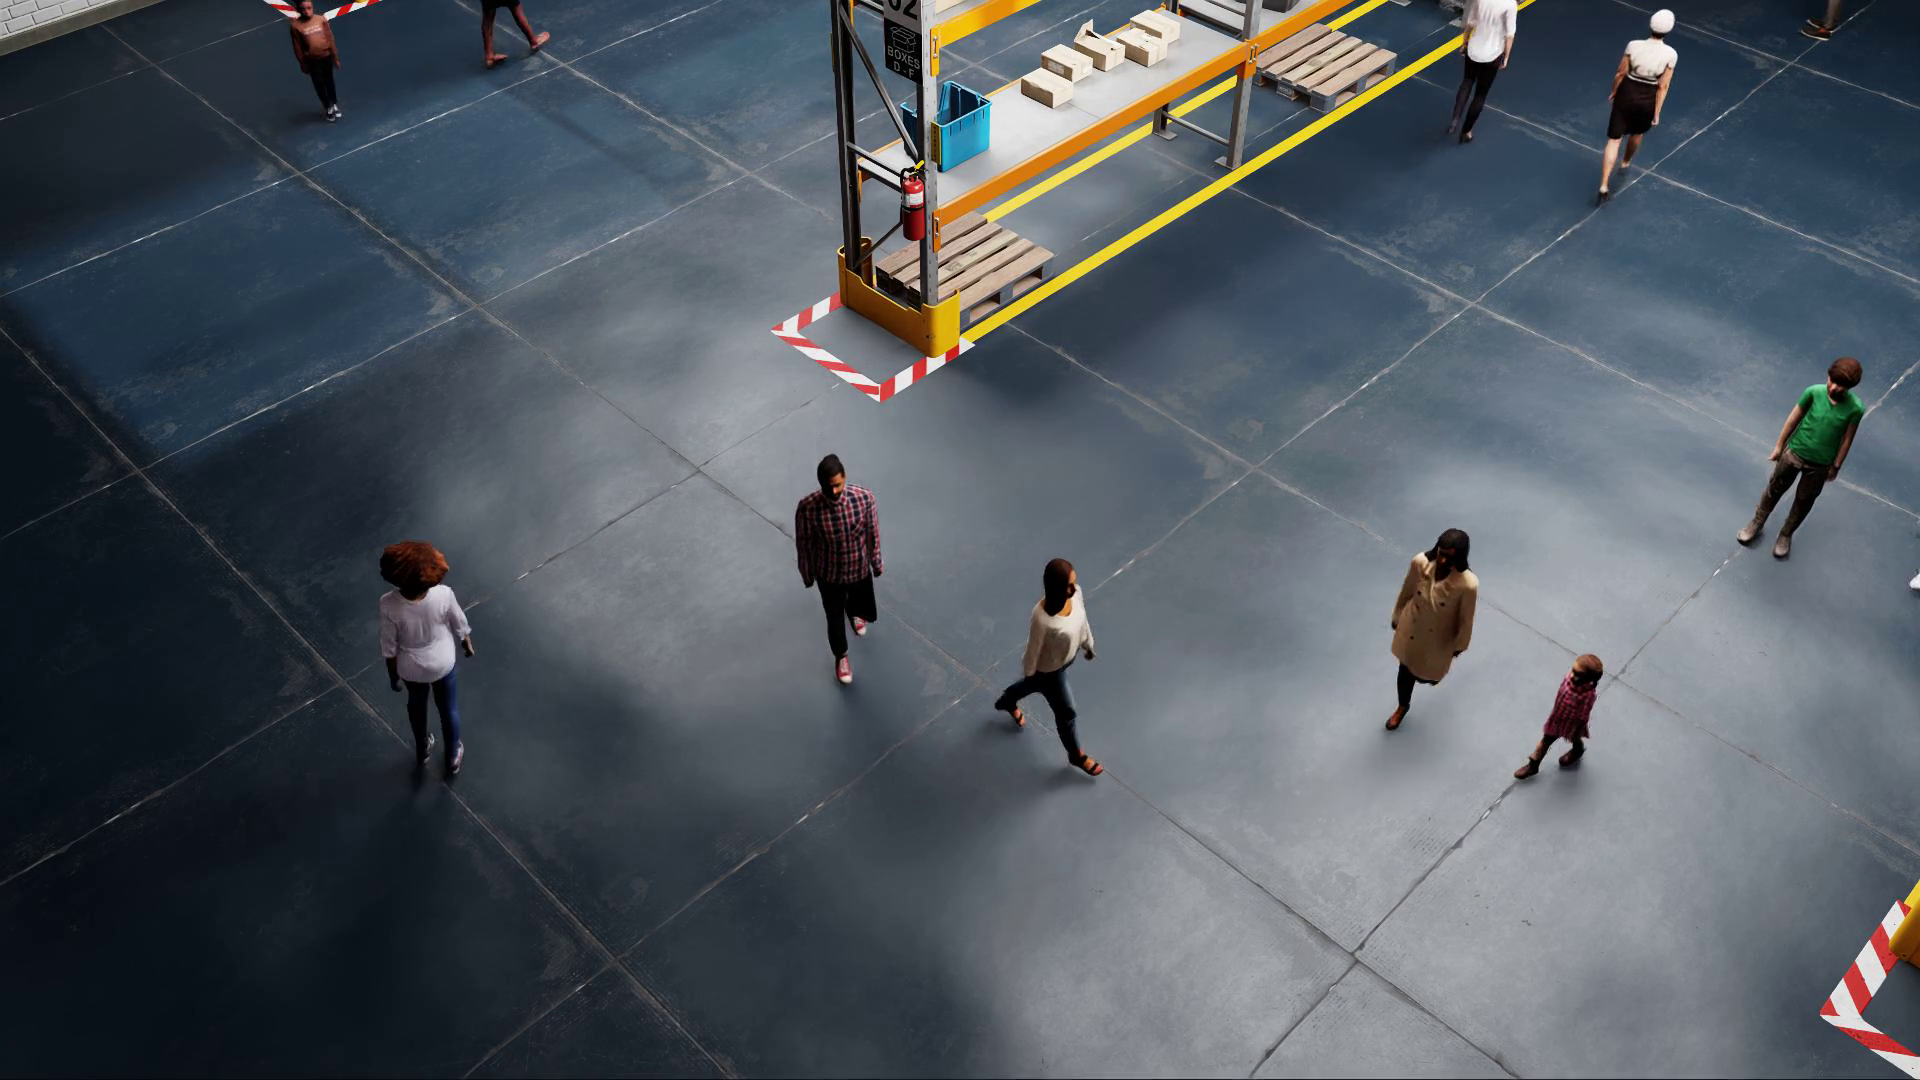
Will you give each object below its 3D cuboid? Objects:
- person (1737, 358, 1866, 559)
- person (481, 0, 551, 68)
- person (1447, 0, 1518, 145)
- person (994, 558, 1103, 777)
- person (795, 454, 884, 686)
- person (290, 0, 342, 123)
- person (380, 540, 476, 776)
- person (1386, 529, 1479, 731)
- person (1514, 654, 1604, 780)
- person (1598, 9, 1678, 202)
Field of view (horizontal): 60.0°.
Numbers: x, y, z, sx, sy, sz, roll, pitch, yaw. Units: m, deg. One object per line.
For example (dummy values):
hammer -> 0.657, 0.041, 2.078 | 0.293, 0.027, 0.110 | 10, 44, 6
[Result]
person -> 5.848, -0.594, 11.444 | 0.621, 1.651, 0.561 | 27, 50, 26
person -> -4.738, -5.554, 16.622 | 0.707, 1.691, 1.018 | 29, 51, 27
person -> 4.793, -4.437, 15.384 | 0.634, 1.781, 0.649 | 30, 51, 28
person -> 0.496, 0.691, 10.101 | 0.825, 1.643, 1.043 | 25, 49, 24
person -> -0.758, 0.122, 10.623 | 0.916, 1.748, 0.964 | -10, 45, -11
person -> -6.208, -4.691, 16.035 | 0.523, 1.250, 0.639 | -23, 48, -23
person -> -3.221, 0.768, 9.997 | 0.789, 1.675, 0.870 | -17, 46, -17
person -> 2.947, 0.516, 10.266 | 0.796, 1.670, 0.654 | -34, 53, -31
person -> 3.772, 1.066, 10.168 | 0.783, 1.007, 0.587 | -17, 46, -17
person -> 5.969, -3.817, 14.785 | 0.840, 1.710, 1.145 | 22, 48, 21
